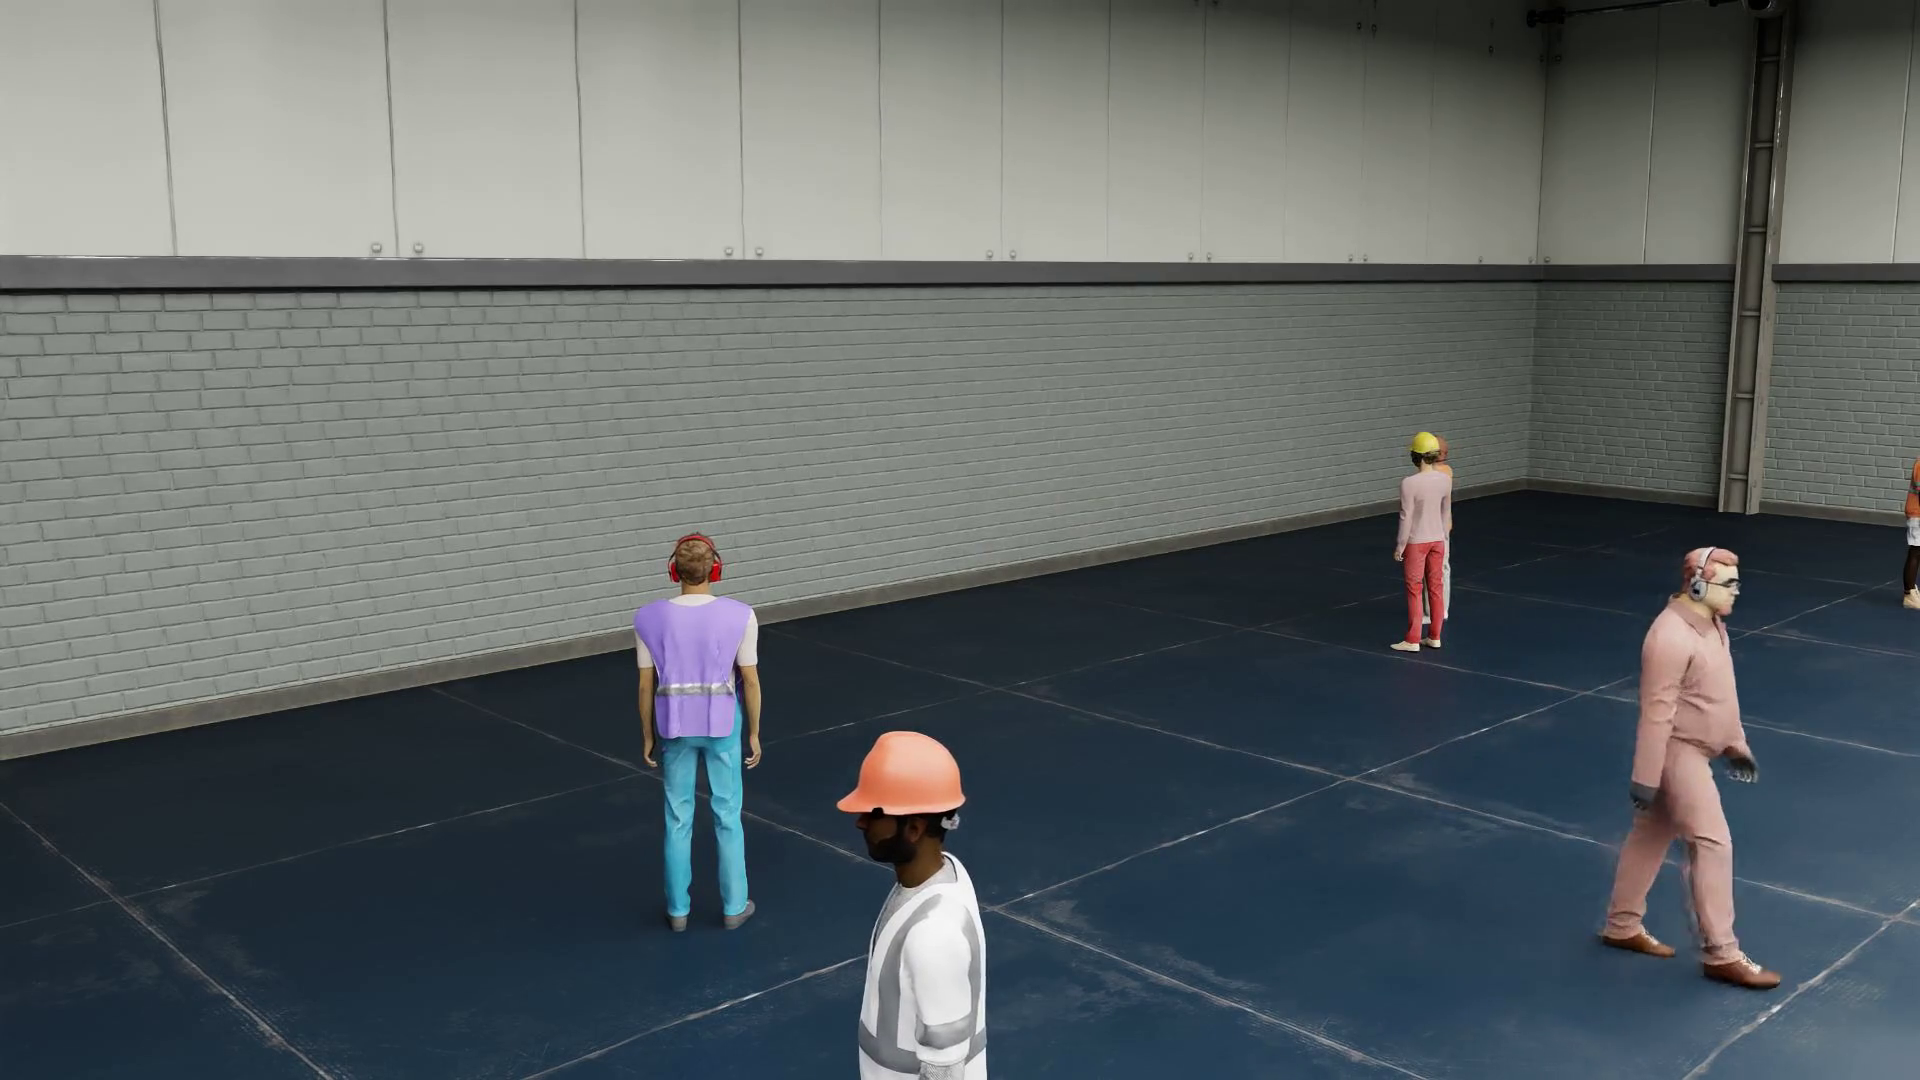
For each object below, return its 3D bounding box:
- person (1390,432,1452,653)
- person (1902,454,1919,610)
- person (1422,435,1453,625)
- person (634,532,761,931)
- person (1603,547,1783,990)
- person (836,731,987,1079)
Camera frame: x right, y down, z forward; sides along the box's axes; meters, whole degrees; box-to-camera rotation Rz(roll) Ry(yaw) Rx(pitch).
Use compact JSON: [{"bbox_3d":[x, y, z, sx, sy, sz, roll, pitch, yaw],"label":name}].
[{"bbox_3d":[3.687,0.021,13.282,0.525,1.772,0.301,-5,11,-29],"label":"person"},{"bbox_3d":[8.707,-0.220,15.010,0.319,1.693,0.532,6,11,33],"label":"person"},{"bbox_3d":[4.080,-0.083,14.334,0.312,1.636,0.520,7,11,35],"label":"person"},{"bbox_3d":[-1.194,0.890,7.634,0.565,1.849,0.389,0,9,-3],"label":"person"},{"bbox_3d":[3.229,0.959,7.158,0.858,1.870,0.641,5,11,30],"label":"person"},{"bbox_3d":[-0.115,1.416,4.102,0.361,1.938,0.545,-1,9,-5],"label":"person"}]
